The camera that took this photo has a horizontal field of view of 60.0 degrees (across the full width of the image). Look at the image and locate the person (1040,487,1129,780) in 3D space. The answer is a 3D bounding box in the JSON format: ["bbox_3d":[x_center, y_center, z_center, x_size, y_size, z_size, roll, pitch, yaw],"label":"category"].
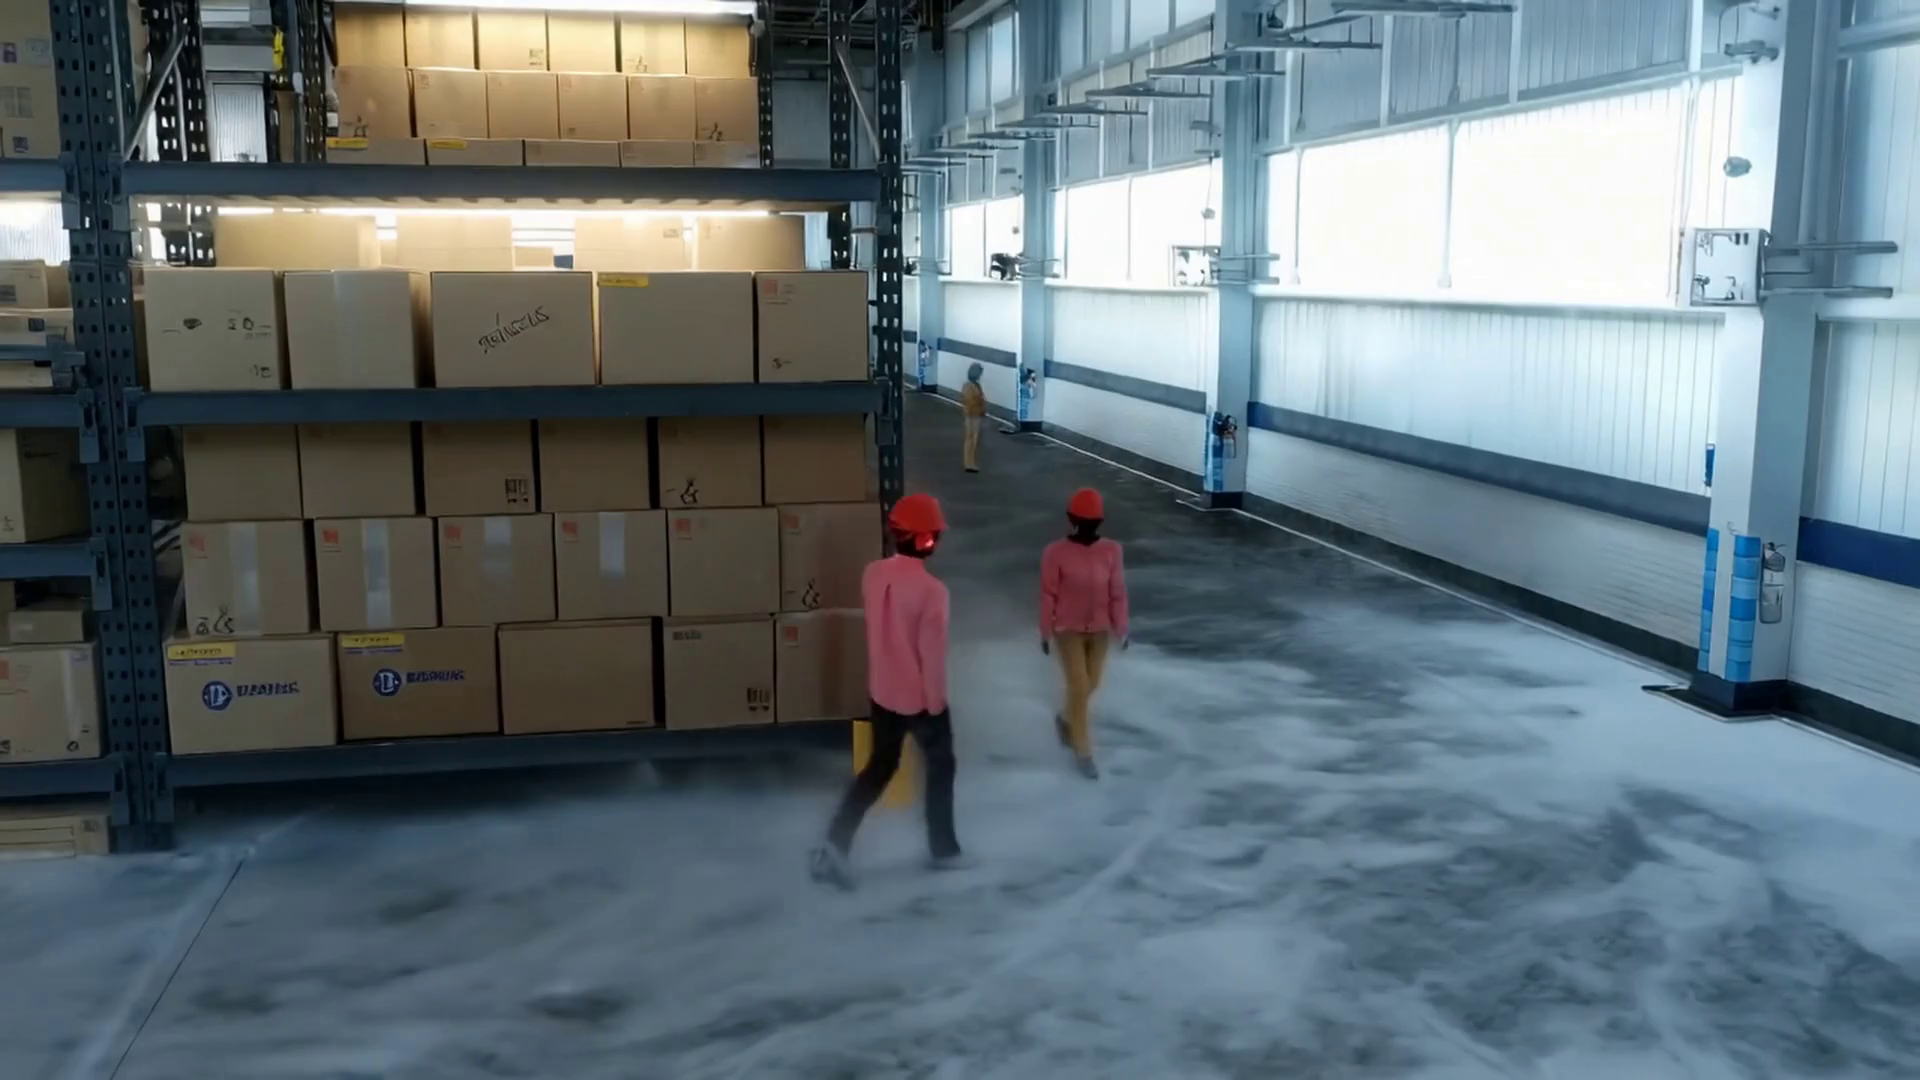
[{"bbox_3d":[0.730,0.516,10.159,0.535,1.731,0.795,-3,10,-17],"label":"person"}]

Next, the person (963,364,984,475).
[{"bbox_3d":[0.205,-1.777,24.461,0.337,1.627,0.545,3,10,17],"label":"person"}]

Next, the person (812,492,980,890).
[{"bbox_3d":[-0.303,0.742,8.082,0.887,1.966,0.616,-9,13,-44],"label":"person"}]
